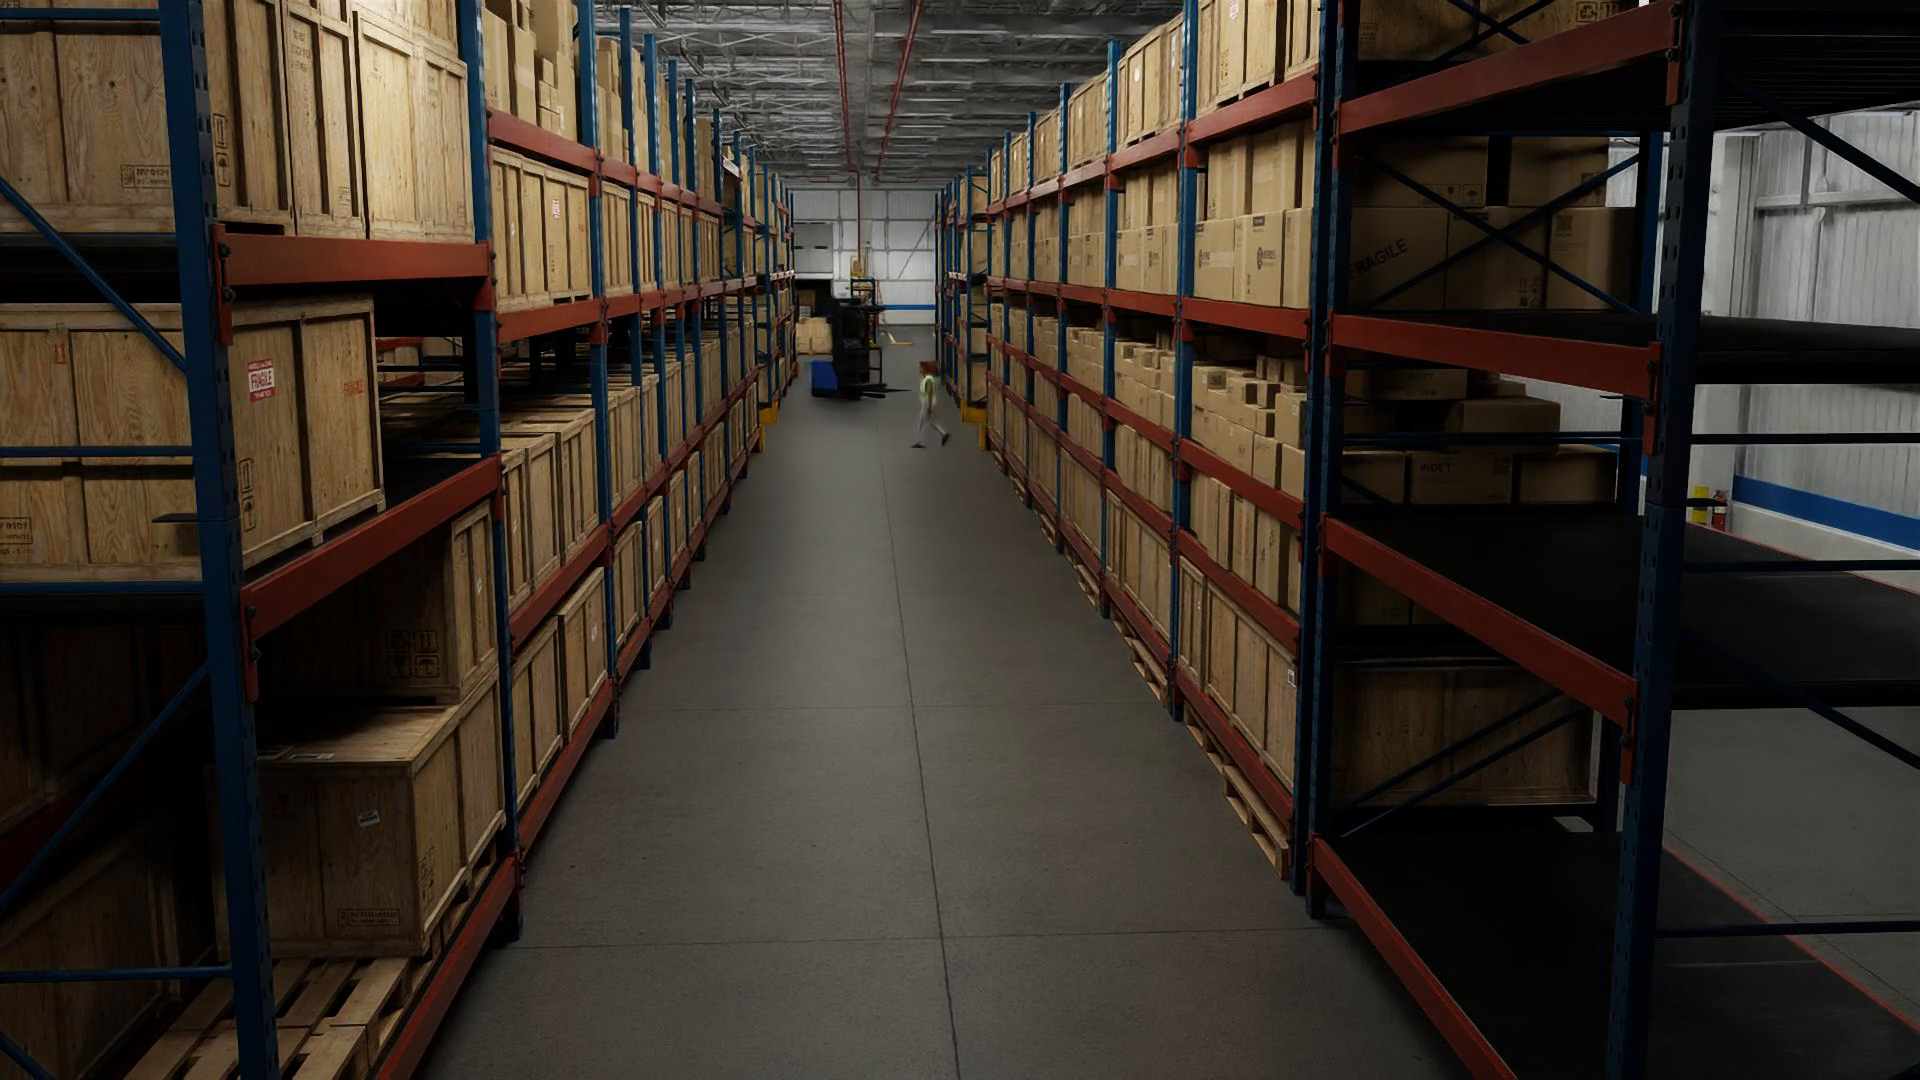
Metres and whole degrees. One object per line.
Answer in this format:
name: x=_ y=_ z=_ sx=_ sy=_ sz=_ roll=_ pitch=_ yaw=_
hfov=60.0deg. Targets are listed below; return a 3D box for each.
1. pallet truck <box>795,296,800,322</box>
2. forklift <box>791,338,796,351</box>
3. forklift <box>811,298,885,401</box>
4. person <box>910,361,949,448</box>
pallet truck: x=-8.622 y=-12.439 z=91.403 sx=1.885 sy=1.965 sz=0.823 roll=2 pitch=10 yaw=13
forklift: x=-6.919 y=-7.567 z=59.667 sx=1.873 sy=2.768 sz=1.129 roll=-5 pitch=11 yaw=-27
forklift: x=-3.167 y=-5.330 z=46.307 sx=1.873 sy=2.768 sz=1.129 roll=8 pitch=12 yaw=39
person: x=-0.633 y=-2.801 z=34.375 sx=0.757 sy=1.820 sz=0.571 roll=-1 pitch=10 yaw=-6
